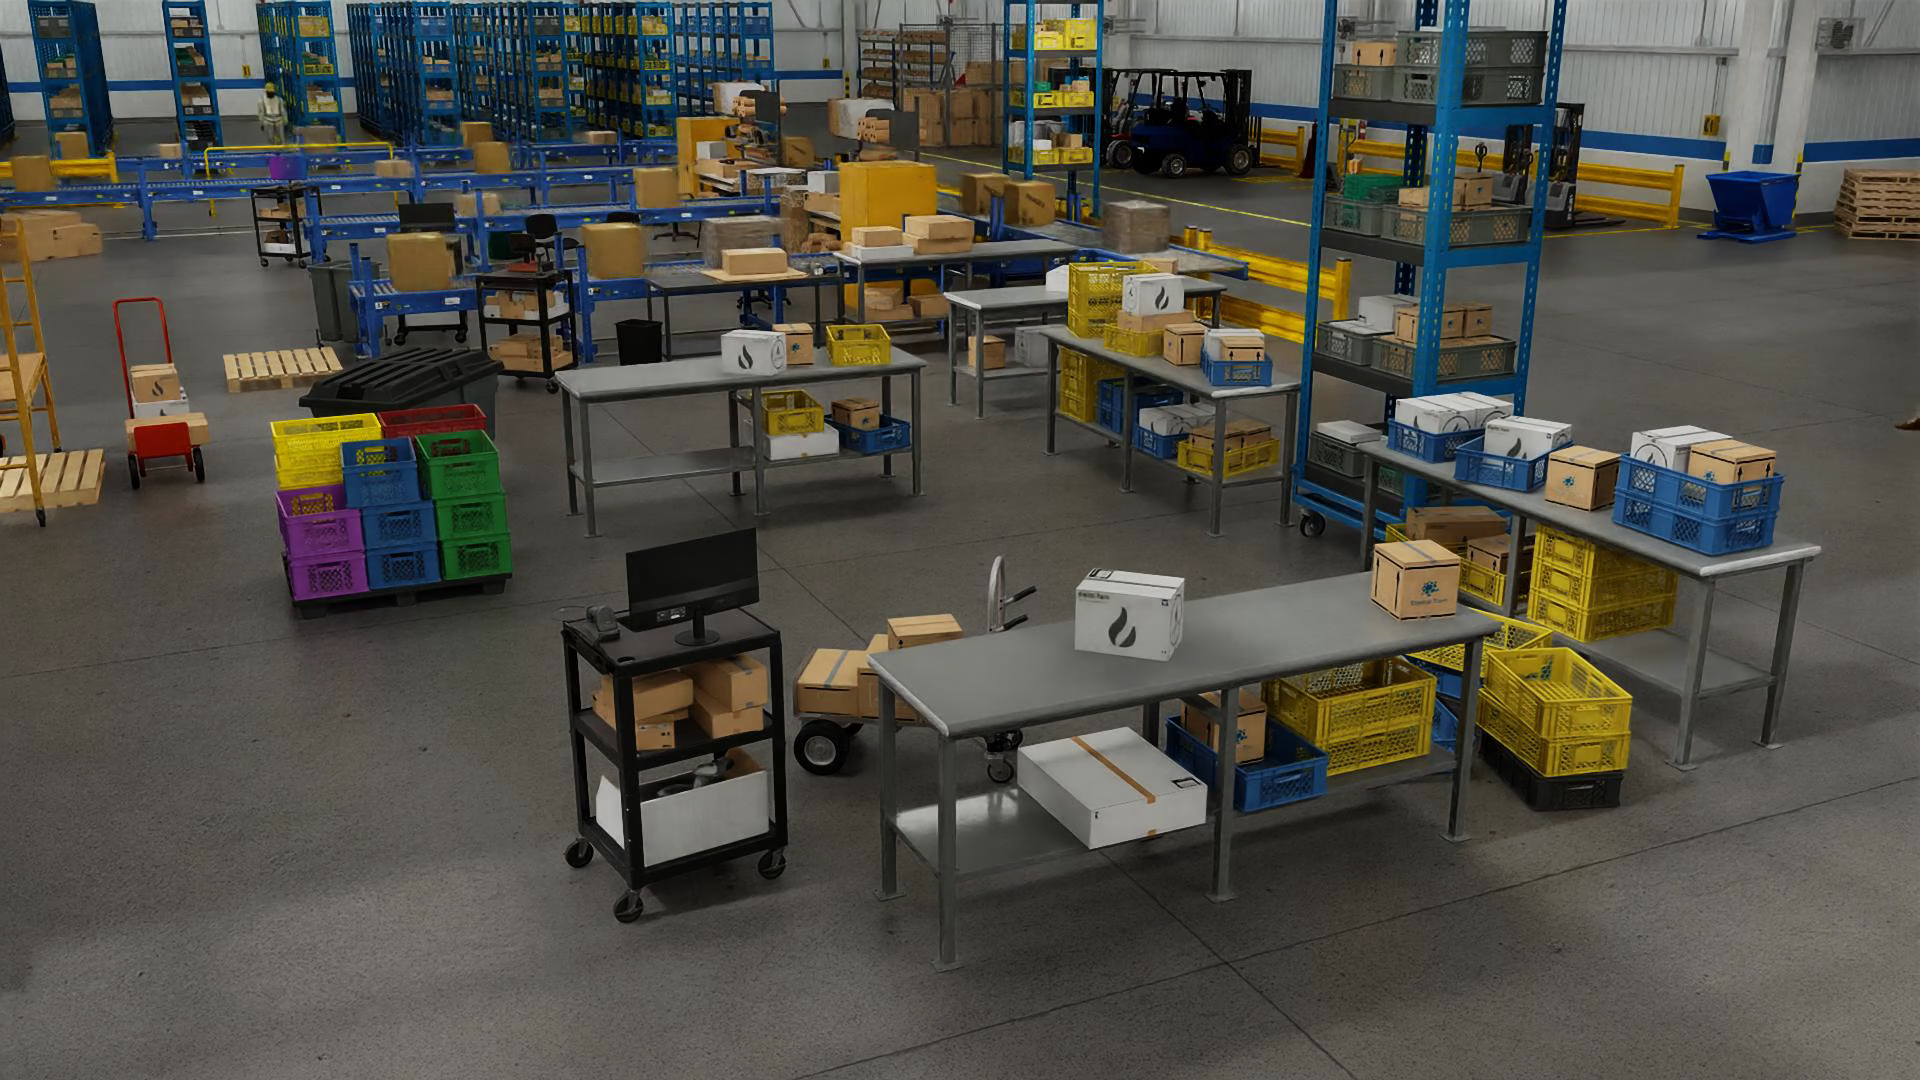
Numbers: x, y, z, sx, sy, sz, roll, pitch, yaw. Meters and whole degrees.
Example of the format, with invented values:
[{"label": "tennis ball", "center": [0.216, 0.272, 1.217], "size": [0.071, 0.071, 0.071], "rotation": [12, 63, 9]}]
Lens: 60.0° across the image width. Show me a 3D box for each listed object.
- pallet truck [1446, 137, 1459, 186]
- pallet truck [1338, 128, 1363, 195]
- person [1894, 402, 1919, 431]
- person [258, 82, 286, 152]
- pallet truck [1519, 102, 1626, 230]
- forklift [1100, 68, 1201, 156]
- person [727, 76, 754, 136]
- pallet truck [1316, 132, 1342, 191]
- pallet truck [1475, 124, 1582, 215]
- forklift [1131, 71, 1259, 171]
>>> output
[{"label": "pallet truck", "center": [9.184, -6.485, 29.328], "size": [1.630, 1.274, 0.653], "rotation": [-8, 19, -23]}, {"label": "pallet truck", "center": [7.845, -7.140, 31.411], "size": [1.522, 1.261, 0.704], "rotation": [-9, 20, -25]}, {"label": "person", "center": [8.301, -1.774, 13.621], "size": [0.875, 1.843, 0.523], "rotation": [-2, 18, -6]}, {"label": "person", "center": [-15.767, -9.569, 38.220], "size": [0.596, 1.813, 0.707], "rotation": [-9, 20, -26]}, {"label": "pallet truck", "center": [9.972, -6.037, 26.785], "size": [1.885, 1.965, 0.823], "rotation": [-9, 20, -25]}, {"label": "forklift", "center": [4.082, -9.564, 37.410], "size": [2.680, 1.987, 1.157], "rotation": [-8, 19, -23]}, {"label": "person", "center": [-4.936, -9.412, 37.428], "size": [0.621, 1.992, 0.395], "rotation": [3, 18, 9]}, {"label": "pallet truck", "center": [7.723, -7.504, 32.656], "size": [1.601, 1.201, 0.680], "rotation": [-8, 19, -23]}, {"label": "pallet truck", "center": [9.707, -6.455, 28.103], "size": [1.885, 1.965, 0.823], "rotation": [-7, 19, -20]}, {"label": "forklift", "center": [4.998, -8.936, 35.413], "size": [2.680, 1.987, 1.157], "rotation": [-9, 20, -25]}]
